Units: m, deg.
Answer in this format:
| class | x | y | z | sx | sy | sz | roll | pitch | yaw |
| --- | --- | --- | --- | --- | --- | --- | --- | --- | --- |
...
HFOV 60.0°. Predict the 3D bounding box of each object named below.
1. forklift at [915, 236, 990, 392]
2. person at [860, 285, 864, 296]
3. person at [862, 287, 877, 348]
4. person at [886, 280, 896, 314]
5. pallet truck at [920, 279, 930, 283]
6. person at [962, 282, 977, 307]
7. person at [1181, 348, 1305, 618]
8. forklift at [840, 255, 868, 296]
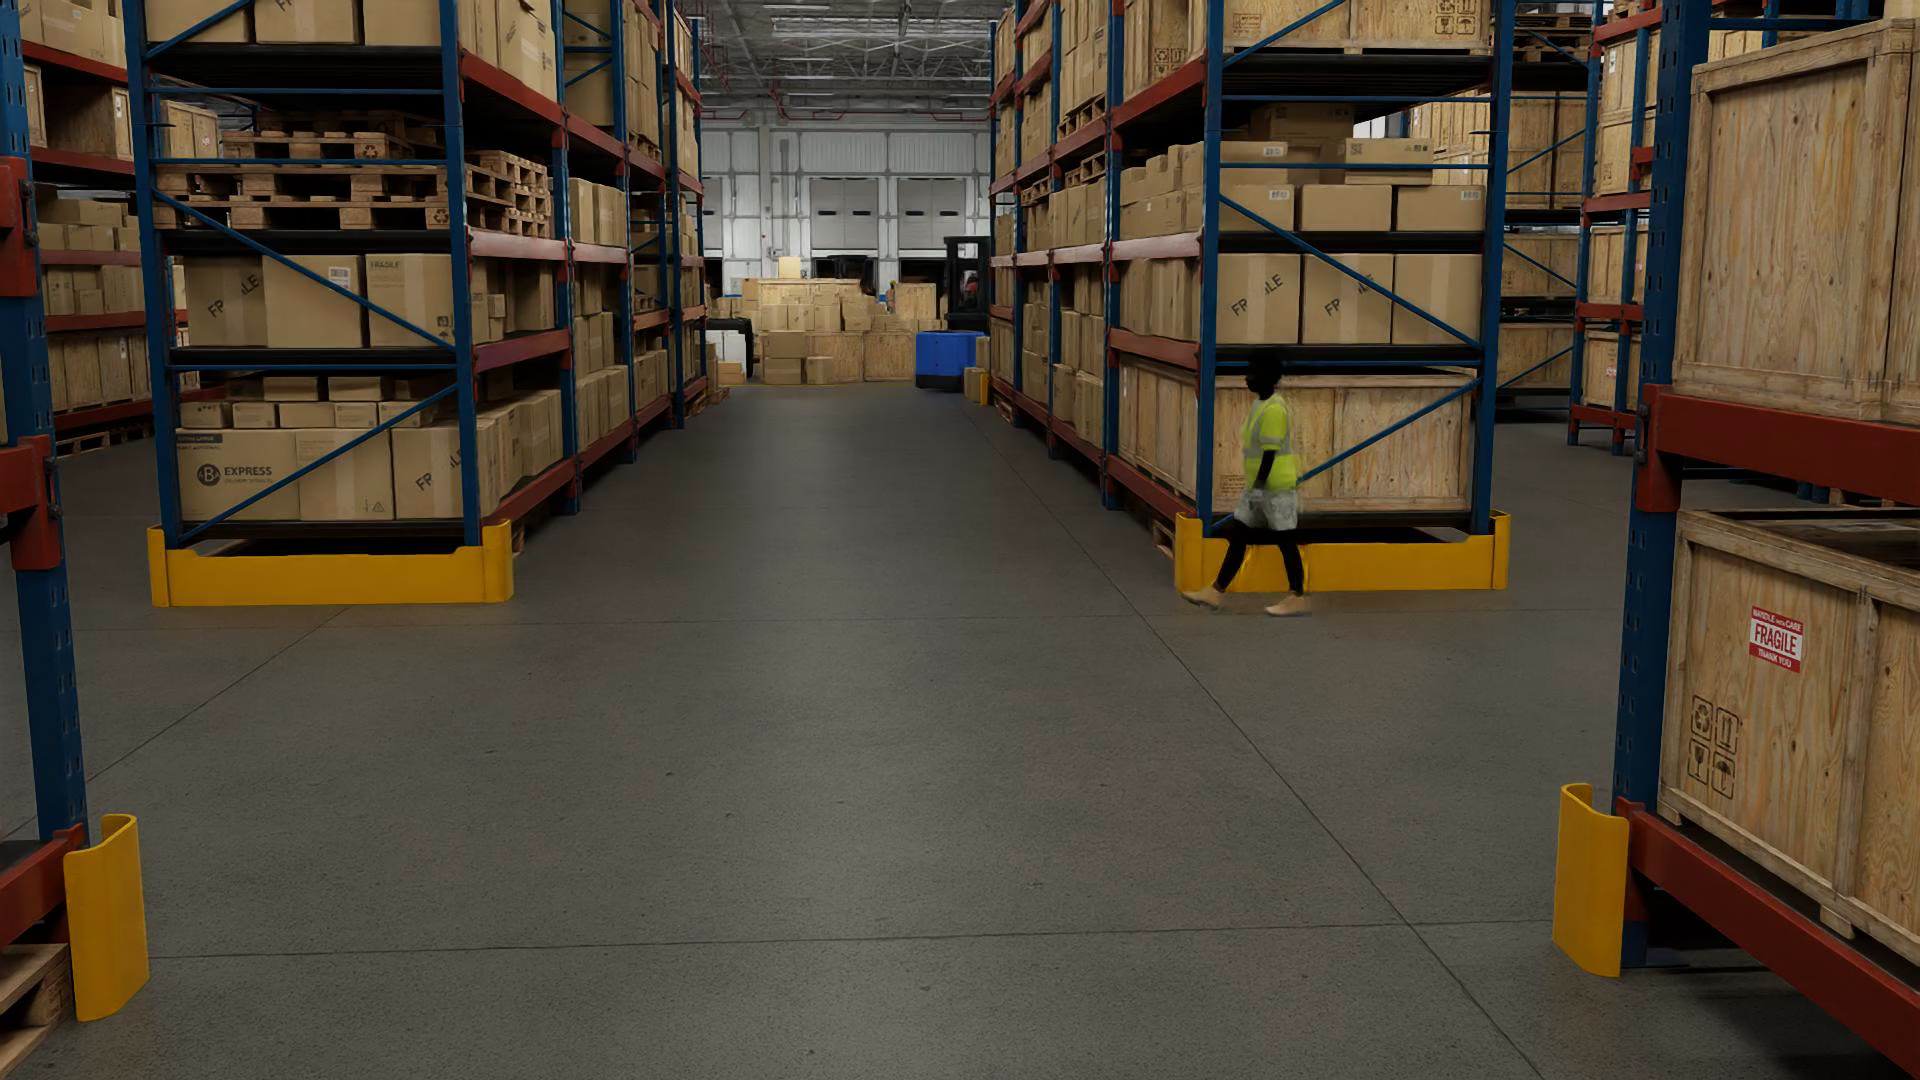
| class | x | y | z | sx | sy | sz | roll | pitch | yaw |
| --- | --- | --- | --- | --- | --- | --- | --- | --- | --- |
| forklift | 0.146 | -4.169 | 30.509 | 1.129 | 2.768 | 1.873 | 8 | 12 | 40 |
| person | -2.568 | -5.759 | 43.604 | 0.996 | 1.903 | 0.637 | -1 | 9 | -4 |
| person | -2.041 | -4.850 | 38.044 | 0.429 | 1.839 | 0.634 | -4 | 10 | -26 |
| person | -2.518 | -8.778 | 62.432 | 0.585 | 1.928 | 0.368 | 6 | 11 | 35 |
| pallet truck | -0.932 | -8.922 | 63.114 | 1.885 | 1.965 | 0.823 | 2 | 9 | 13 |
| person | 0.233 | -3.887 | 31.505 | 0.379 | 1.996 | 0.611 | -4 | 10 | -24 |
| person | 1.771 | -0.337 | 10.225 | 0.820 | 1.656 | 0.557 | -1 | 9 | -5 |
| forklift | -3.663 | -8.478 | 57.565 | 1.129 | 2.768 | 1.873 | -5 | 10 | -30 |
